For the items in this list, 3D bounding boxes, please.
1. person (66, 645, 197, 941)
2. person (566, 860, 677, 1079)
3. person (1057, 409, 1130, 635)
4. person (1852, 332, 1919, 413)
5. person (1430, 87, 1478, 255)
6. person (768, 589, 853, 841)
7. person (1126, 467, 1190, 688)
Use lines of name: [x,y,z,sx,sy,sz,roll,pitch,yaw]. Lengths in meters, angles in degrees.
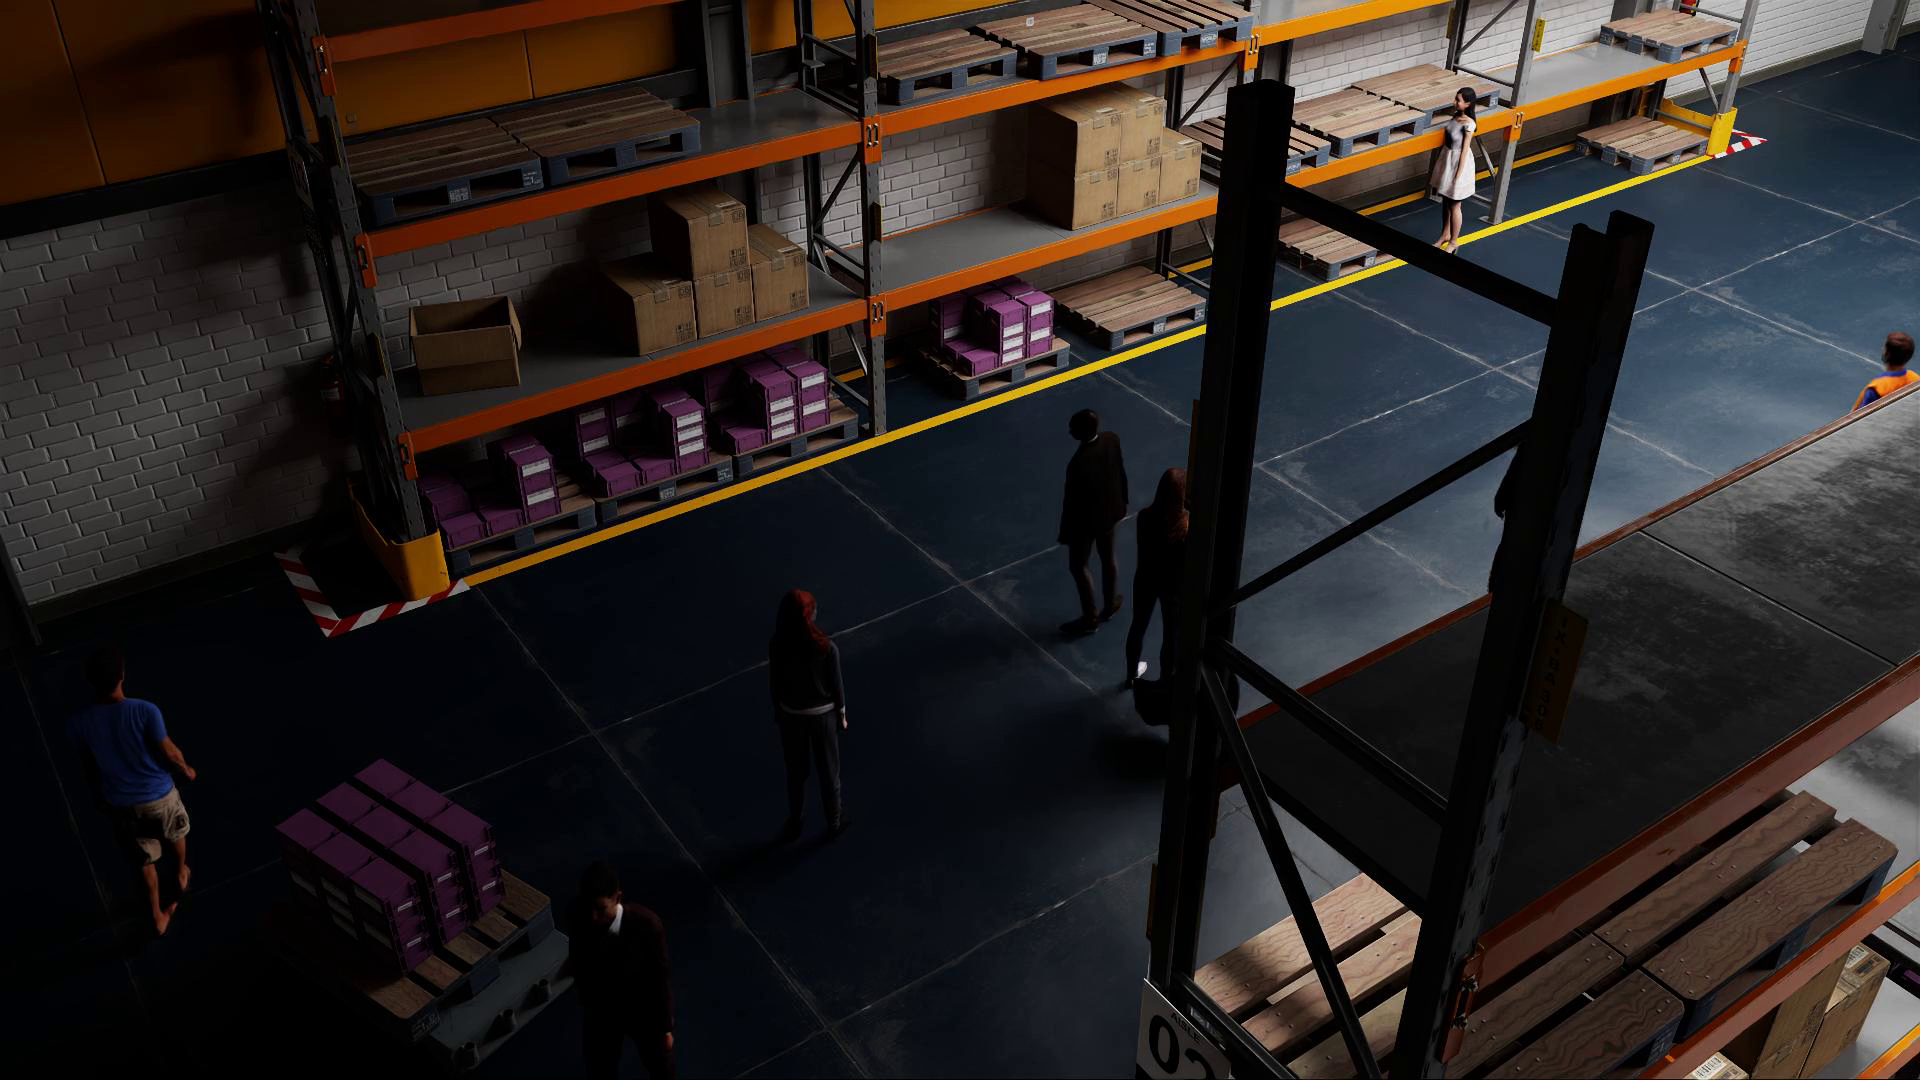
person: [-4.531,1.423,9.171,0.947,1.827,0.943,-8,34,-11]
person: [-1.581,2.191,8.006,1.094,1.838,1.164,7,34,10]
person: [1.007,-0.169,11.610,0.529,1.779,0.880,-17,37,-24]
person: [6.729,-0.675,12.300,0.585,1.859,0.774,-16,37,-22]
person: [5.067,-3.771,17.039,0.796,1.769,0.774,-3,34,-5]
person: [-0.894,1.039,9.792,0.639,1.781,0.702,5,34,8]
person: [1.317,0.292,10.969,0.643,1.721,0.646,18,37,24]
